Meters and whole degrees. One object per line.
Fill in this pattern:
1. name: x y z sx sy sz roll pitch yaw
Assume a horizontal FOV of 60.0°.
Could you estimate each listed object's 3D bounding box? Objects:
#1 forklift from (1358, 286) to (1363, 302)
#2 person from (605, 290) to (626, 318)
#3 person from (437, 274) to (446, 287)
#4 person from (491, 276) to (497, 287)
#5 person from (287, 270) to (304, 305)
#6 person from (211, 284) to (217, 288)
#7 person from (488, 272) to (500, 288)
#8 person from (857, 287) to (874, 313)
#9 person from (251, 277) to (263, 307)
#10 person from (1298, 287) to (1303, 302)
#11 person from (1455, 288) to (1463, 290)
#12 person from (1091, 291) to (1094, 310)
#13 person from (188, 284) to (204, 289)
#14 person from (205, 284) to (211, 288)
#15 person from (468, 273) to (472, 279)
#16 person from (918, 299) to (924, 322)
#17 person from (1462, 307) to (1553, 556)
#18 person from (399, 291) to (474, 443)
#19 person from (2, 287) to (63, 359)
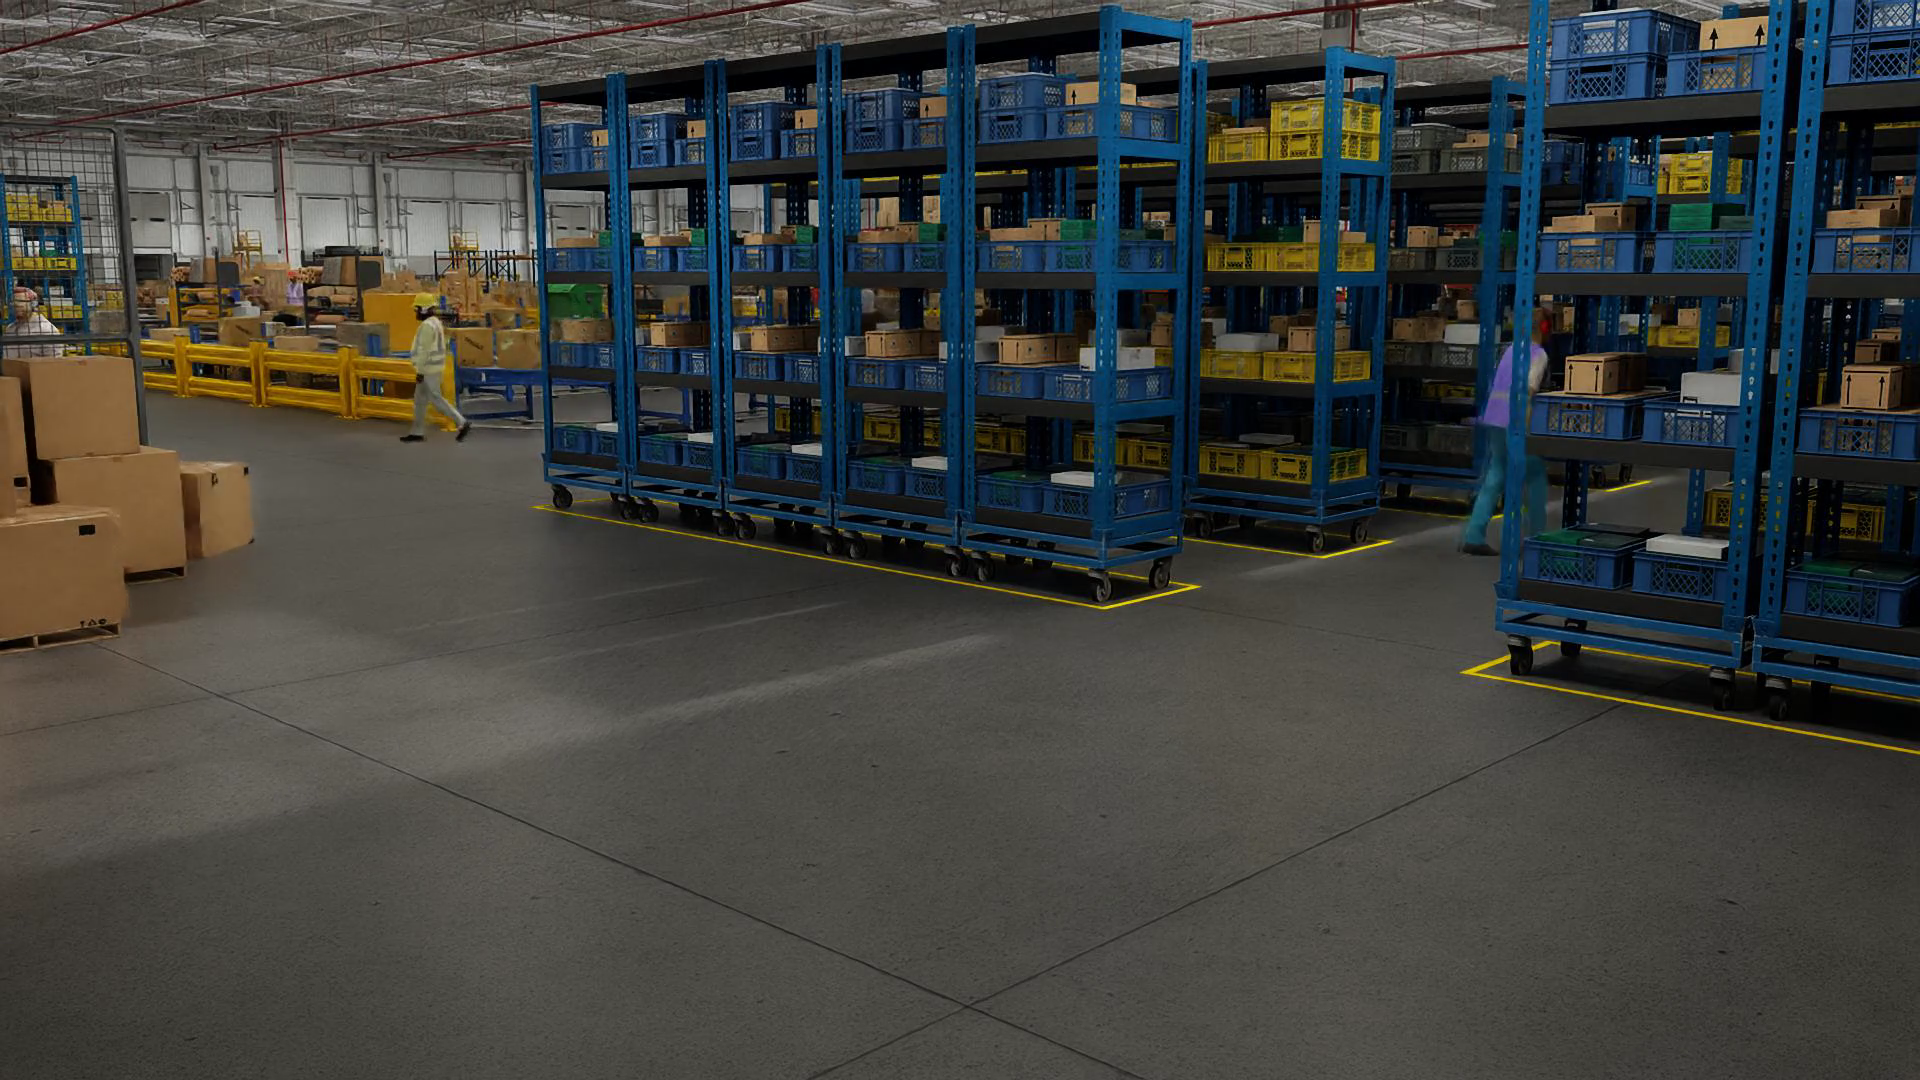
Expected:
1. forklift: 11.100 -7.017 46.970 1.873 2.768 1.129 9 13 43
2. person: -6.110 -3.652 29.899 0.543 1.719 0.862 2 9 11
3. person: -22.100 -10.417 70.944 0.553 1.856 0.514 2 9 12
4. person: -21.986 -11.612 78.613 0.290 1.746 0.486 -8 12 -40
5. person: -18.802 -6.613 47.057 0.615 2.038 0.395 3 10 20
6. person: -35.087 -11.609 78.369 0.630 1.821 0.666 9 13 43
7. person: -23.138 -12.359 82.671 0.590 1.916 0.386 1 9 3
8. person: -2.616 -6.372 46.281 0.599 1.814 0.673 -9 13 -44
9. person: -27.434 -9.395 64.962 0.532 1.765 0.328 4 10 21
10. person: 10.307 -7.210 51.067 0.644 1.924 0.471 -6 11 -32
11. person: 17.952 -8.482 59.793 0.449 1.611 0.541 -4 10 -23
12. person: 5.089 -9.199 63.965 0.319 1.697 0.532 -2 9 -12
13. person: -26.104 -8.183 56.825 0.614 1.993 0.395 3 10 16
14. person: -37.177 -12.201 82.370 0.535 1.697 0.321 7 11 35
15. person: -24.654 -12.488 83.465 0.626 1.924 0.558 3 10 19
16. person: -1.176 -5.827 43.312 0.553 1.677 0.423 -8 12 -39
17. person: 4.029 -0.762 11.931 0.869 1.796 0.587 -2 9 -11
18. person: -6.254 -2.046 19.771 0.815 1.809 0.588 -3 10 -16
19. person: -8.328 -1.302 14.889 0.651 1.913 0.410 4 10 24
